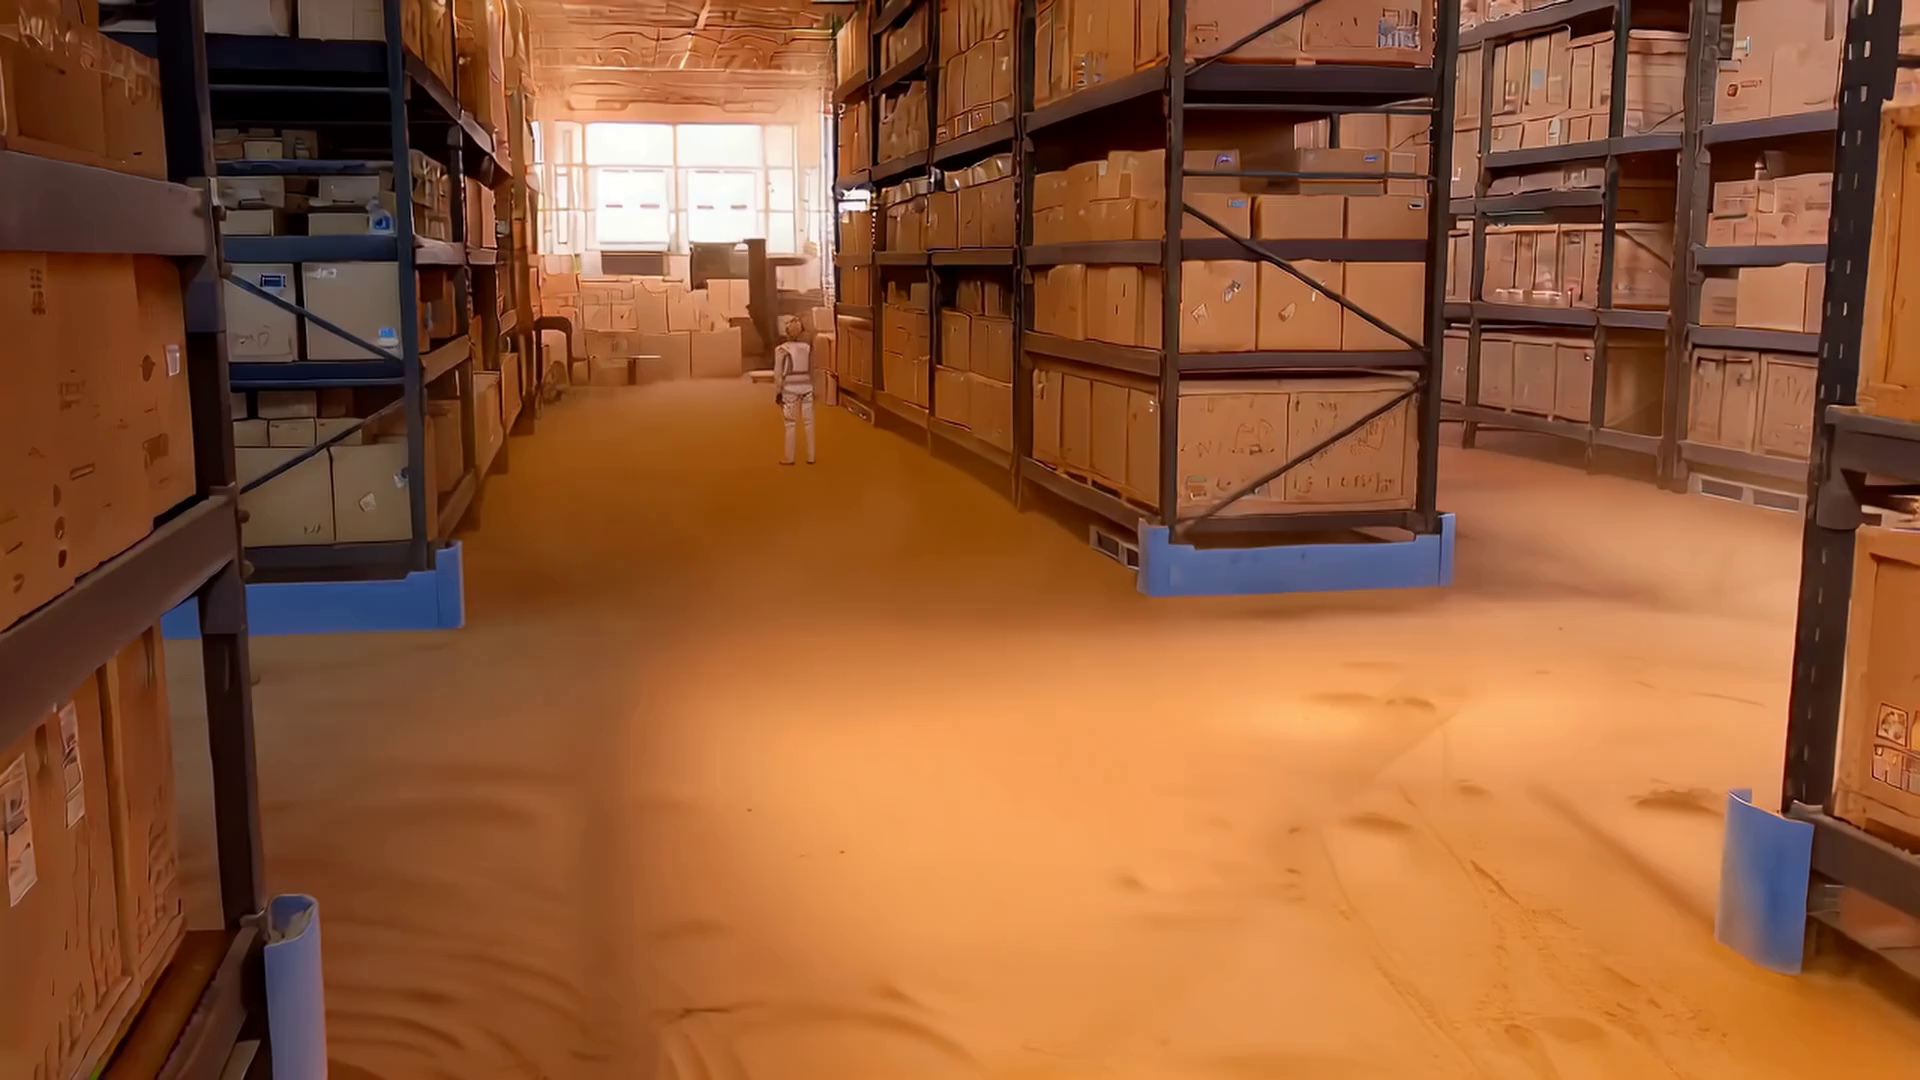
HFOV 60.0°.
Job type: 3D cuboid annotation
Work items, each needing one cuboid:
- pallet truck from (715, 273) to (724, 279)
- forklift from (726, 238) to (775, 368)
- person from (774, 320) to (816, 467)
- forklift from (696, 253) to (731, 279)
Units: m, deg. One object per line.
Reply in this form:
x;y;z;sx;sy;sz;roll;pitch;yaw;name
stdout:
-8.580;-8.986;62.280;1.885;1.965;0.823;1;9;5;pallet truck
-4.384;-5.092;35.858;1.873;2.768;1.129;-2;10;-12;forklift
-1.838;-1.637;18.611;0.512;1.629;0.316;-7;12;-37;person
-6.403;-6.321;43.352;1.129;2.768;1.873;-2;10;-12;forklift
